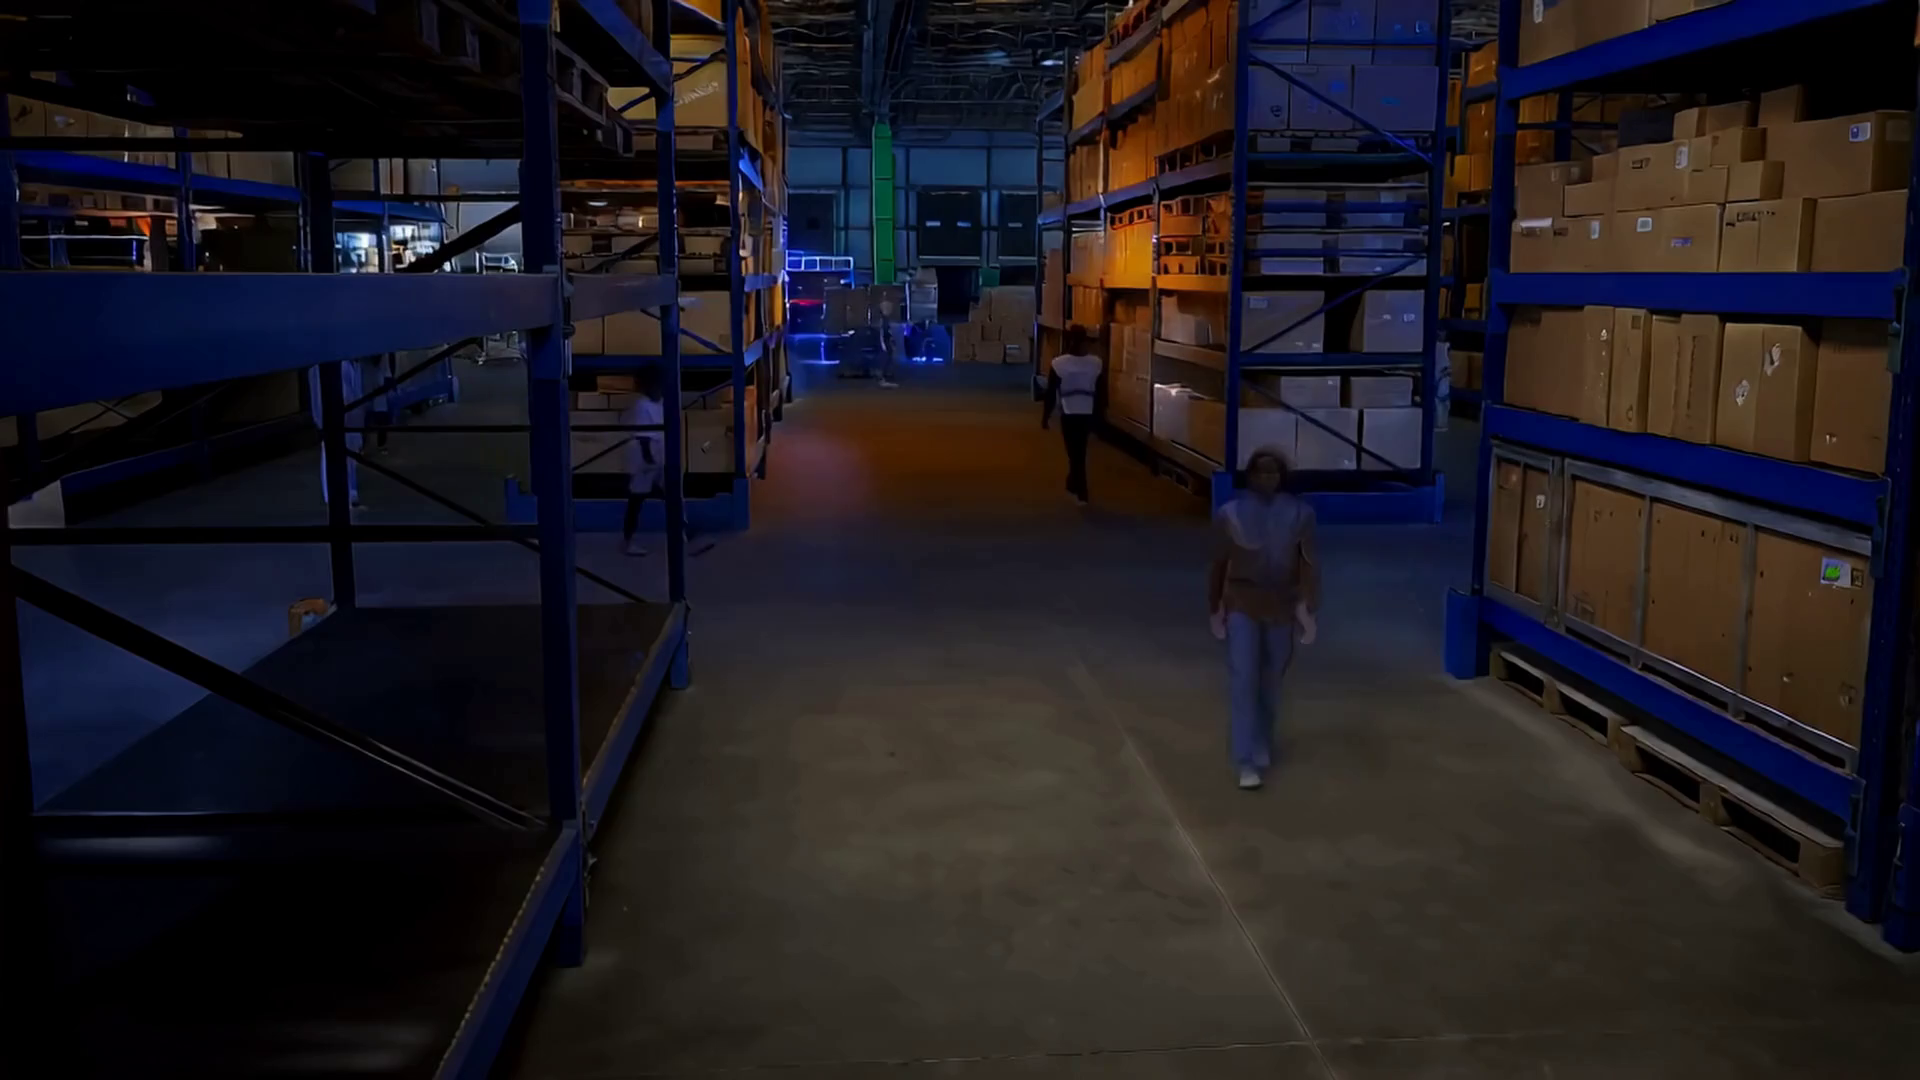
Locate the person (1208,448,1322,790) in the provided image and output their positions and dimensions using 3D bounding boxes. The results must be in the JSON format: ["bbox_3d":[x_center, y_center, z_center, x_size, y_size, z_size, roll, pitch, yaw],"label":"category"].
[{"bbox_3d":[1.436,0.369,7.839,0.515,1.589,0.889,1,9,4],"label":"person"}]

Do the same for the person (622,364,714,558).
[{"bbox_3d":[-2.535,-0.657,14.075,0.887,1.645,0.548,4,10,24],"label":"person"}]

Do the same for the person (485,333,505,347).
[{"bbox_3d":[-15.682,-7.455,56.107,0.602,1.887,0.932,4,10,26],"label":"person"}]

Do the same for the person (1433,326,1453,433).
[{"bbox_3d":[7.379,-2.454,25.460,0.319,1.628,0.508,4,10,23],"label":"person"}]

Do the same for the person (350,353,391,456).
[{"bbox_3d":[-7.854,-1.963,22.160,0.534,1.697,0.318,-4,10,-21],"label":"person"}]

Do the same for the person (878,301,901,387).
[{"bbox_3d":[-1.468,-4.183,35.598,0.643,1.851,0.568,2,9,11],"label":"person"}]

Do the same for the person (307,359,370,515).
[{"bbox_3d":[-6.207,-1.161,16.697,0.429,1.838,0.621,4,10,25],"label":"person"}]

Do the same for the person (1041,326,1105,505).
[{"bbox_3d":[1.209,-1.325,17.628,0.610,1.866,0.998,-3,9,-17],"label":"person"}]
